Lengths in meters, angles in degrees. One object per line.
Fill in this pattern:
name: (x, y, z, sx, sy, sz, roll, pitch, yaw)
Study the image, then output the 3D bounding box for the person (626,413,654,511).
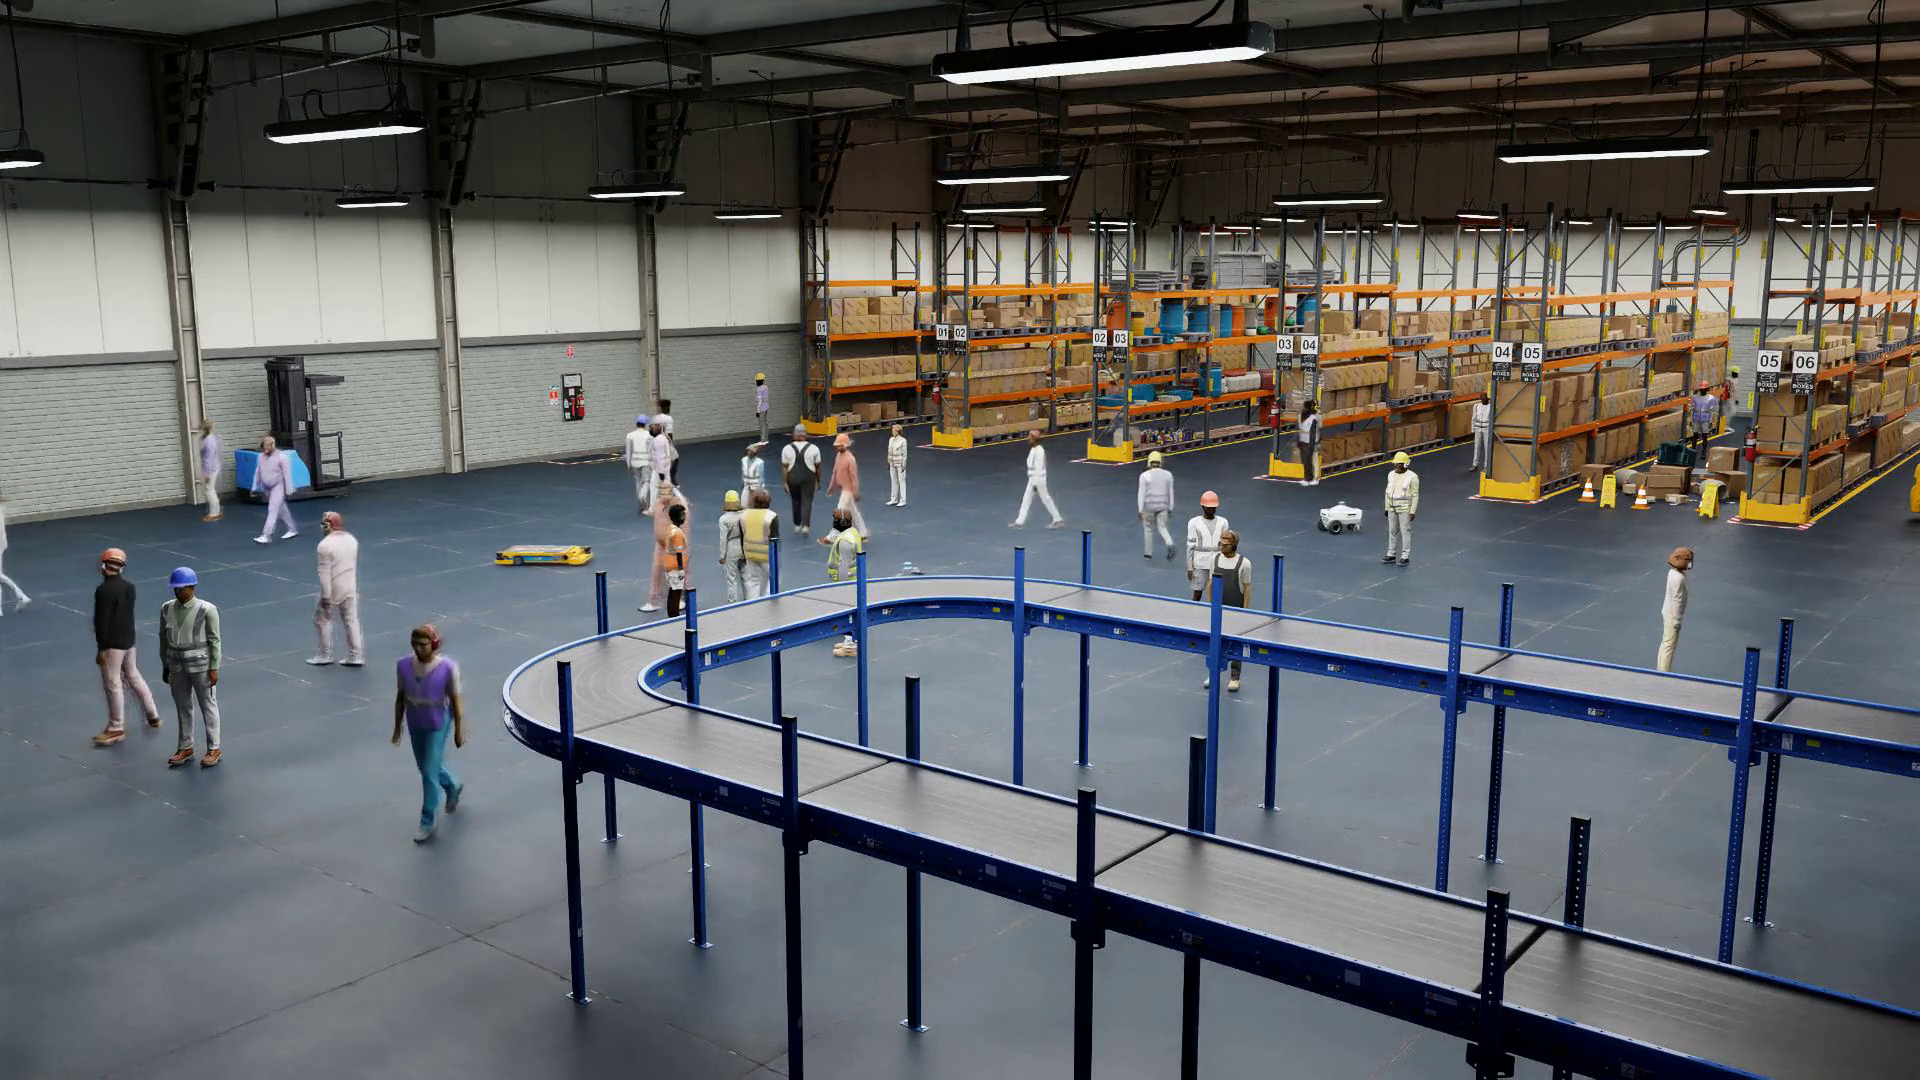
person: (-6.225, -1.509, 30.561, 0.606, 1.919, 0.796, 1, 10, 6)

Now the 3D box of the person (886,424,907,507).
person: (-1.253, -1.497, 31.271, 0.307, 1.641, 0.513, -10, 14, -43)

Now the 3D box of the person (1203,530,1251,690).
person: (3.054, 0.790, 17.836, 0.506, 1.842, 0.350, 6, 12, 31)

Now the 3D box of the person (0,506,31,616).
person: (-13.263, 0.136, 21.519, 0.523, 1.884, 0.568, -4, 11, -24)

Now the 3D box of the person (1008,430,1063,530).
person: (1.422, -1.090, 28.468, 1.038, 1.833, 0.588, -3, 10, -14)

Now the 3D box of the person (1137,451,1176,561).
person: (3.215, -0.534, 25.426, 0.596, 1.807, 0.653, -3, 11, -18)

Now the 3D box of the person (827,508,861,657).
person: (-1.430, 0.511, 19.446, 0.430, 1.836, 0.619, 1, 10, 6)

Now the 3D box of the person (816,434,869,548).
person: (-1.993, -0.857, 26.848, 1.045, 1.938, 0.631, -5, 11, -24)

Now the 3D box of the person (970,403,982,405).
person: (0.456, -4.119, 45.172, 0.618, 1.958, 0.994, 7, 12, 34)

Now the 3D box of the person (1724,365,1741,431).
person: (22.231, -4.075, 45.016, 0.461, 1.907, 0.615, 10, 14, 43)

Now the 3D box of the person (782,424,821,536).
person: (-2.836, -1.094, 28.001, 0.684, 2.000, 1.013, 0, 10, -2)

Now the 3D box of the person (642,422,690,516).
person: (-5.686, -1.380, 30.148, 0.843, 1.813, 0.636, 0, 10, 2)

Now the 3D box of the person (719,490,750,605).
person: (-3.107, 0.181, 21.545, 0.492, 1.740, 0.324, -8, 13, -39)

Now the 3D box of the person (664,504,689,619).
person: (-3.737, 0.363, 20.634, 0.322, 1.699, 0.536, -4, 11, -21)

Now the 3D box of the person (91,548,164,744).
person: (-8.566, 1.064, 16.010, 0.504, 1.947, 0.745, -1, 10, -4)

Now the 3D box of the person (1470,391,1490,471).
person: (12.179, -2.532, 36.418, 0.575, 1.883, 0.355, 7, 12, 35)

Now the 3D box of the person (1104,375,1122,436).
person: (4.330, -3.808, 44.077, 0.540, 1.720, 0.916, 9, 14, 42)

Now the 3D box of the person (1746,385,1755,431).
person: (22.941, -3.999, 44.681, 0.566, 1.899, 0.931, -5, 11, -25)

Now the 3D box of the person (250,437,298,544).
person: (-11.963, -0.880, 27.248, 0.630, 1.844, 1.020, 5, 11, 27)

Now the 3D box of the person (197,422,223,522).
person: (-14.132, -1.288, 29.423, 0.377, 1.897, 0.708, -7, 12, -33)

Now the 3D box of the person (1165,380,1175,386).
person: (7.244, -5.435, 53.575, 0.852, 1.584, 0.528, -7, 12, -33)

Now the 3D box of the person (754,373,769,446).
person: (-5.286, -3.489, 41.670, 0.362, 1.930, 0.587, 2, 10, 12)

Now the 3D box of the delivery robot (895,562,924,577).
delivery robot: (-0.749, 0.441, 22.545, 0.335, 0.223, 0.698, 4, 11, 23)

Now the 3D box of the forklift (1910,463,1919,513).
forklift: (19.034, -1.348, 28.998, 2.313, 2.155, 1.214, 8, 13, 37)

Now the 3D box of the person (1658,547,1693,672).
person: (8.171, 0.888, 17.871, 0.287, 1.631, 0.501, 3, 11, 18)

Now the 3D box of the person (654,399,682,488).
person: (-6.244, -2.061, 33.569, 0.629, 1.946, 0.660, 9, 14, 41)

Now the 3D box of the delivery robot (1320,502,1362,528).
delivery robot: (6.894, -0.449, 28.286, 0.707, 0.478, 0.477, -3, 10, -15)

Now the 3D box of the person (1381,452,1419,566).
person: (7.072, -0.510, 25.177, 0.404, 1.830, 0.599, -7, 12, -35)

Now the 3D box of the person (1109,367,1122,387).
person: (5.163, -5.215, 52.065, 0.551, 1.686, 0.515, 7, 12, 35)

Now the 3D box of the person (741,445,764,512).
person: (-3.786, -0.917, 28.094, 0.576, 1.595, 0.772, 6, 12, 29)

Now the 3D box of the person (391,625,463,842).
person: (-4.528, 1.584, 13.448, 0.571, 1.813, 0.869, 3, 11, 16)

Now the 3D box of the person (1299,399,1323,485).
person: (7.712, -2.144, 34.265, 0.327, 1.874, 0.517, -6, 12, -29)

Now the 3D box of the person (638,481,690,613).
person: (-4.086, 0.109, 21.632, 0.689, 1.851, 0.945, 6, 12, 32)

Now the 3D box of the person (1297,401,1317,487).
person: (7.621, -2.113, 34.100, 0.599, 1.872, 0.670, -4, 11, -21)

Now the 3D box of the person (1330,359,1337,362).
person: (13.140, -5.761, 54.685, 0.580, 1.848, 0.550, 2, 10, 12)

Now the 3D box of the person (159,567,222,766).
person: (-7.444, 1.214, 15.143, 0.605, 1.950, 0.380, 1, 10, 6)

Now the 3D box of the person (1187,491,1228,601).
person: (3.202, 0.325, 20.179, 0.553, 1.935, 0.361, -2, 10, -10)

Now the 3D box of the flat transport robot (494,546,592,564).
flat transport robot: (-6.782, 0.239, 25.478, 1.431, 0.197, 0.652, 0, 10, 1)

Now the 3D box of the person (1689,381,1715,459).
person: (18.378, -2.981, 38.787, 0.551, 1.936, 0.357, 8, 13, 37)

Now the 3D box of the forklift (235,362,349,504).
forklift: (-13.803, -2.244, 32.110, 1.129, 2.768, 1.873, 8, 13, 37)

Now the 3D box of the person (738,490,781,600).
person: (-2.667, 0.228, 21.026, 0.651, 1.826, 0.485, 4, 11, 21)

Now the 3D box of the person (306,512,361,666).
person: (-7.584, 0.591, 18.825, 0.778, 1.881, 0.680, 3, 11, 18)

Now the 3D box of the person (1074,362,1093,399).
person: (3.861, -4.626, 48.488, 0.611, 1.786, 0.943, 6, 12, 32)
